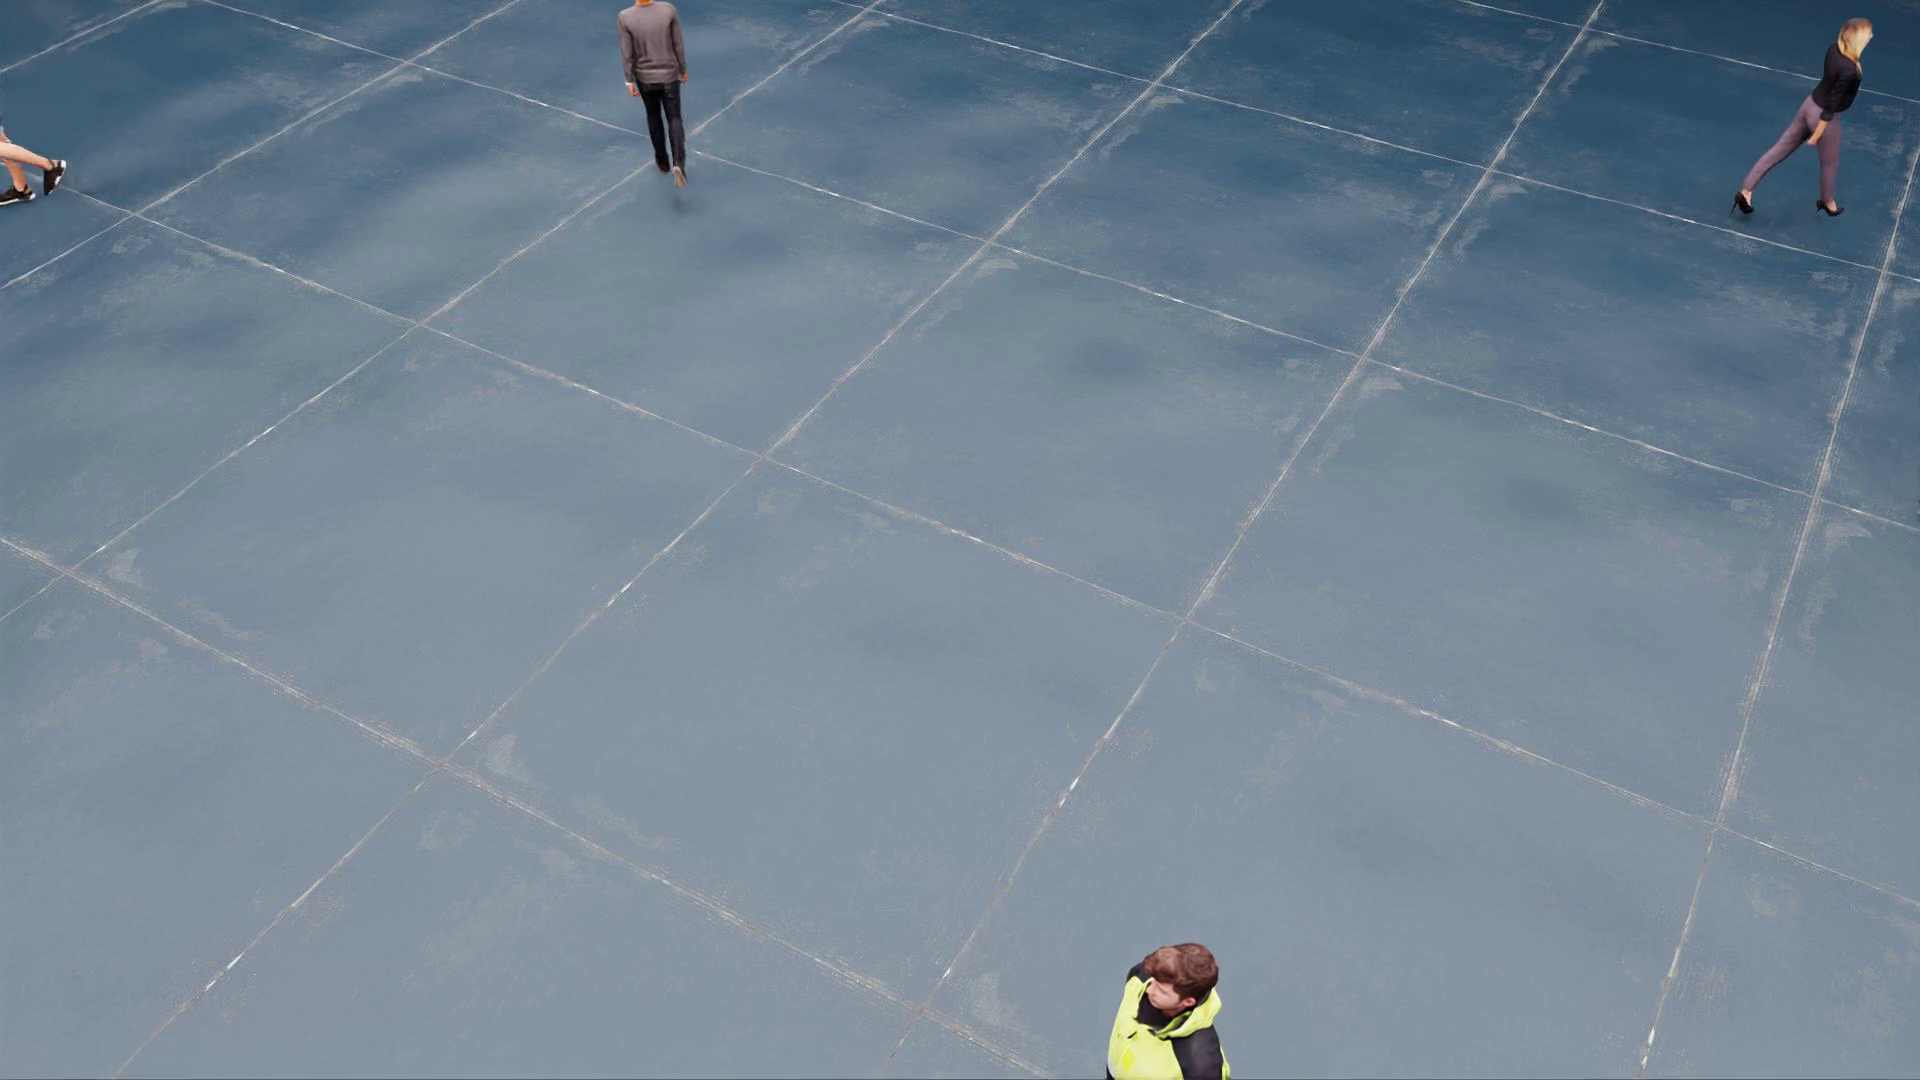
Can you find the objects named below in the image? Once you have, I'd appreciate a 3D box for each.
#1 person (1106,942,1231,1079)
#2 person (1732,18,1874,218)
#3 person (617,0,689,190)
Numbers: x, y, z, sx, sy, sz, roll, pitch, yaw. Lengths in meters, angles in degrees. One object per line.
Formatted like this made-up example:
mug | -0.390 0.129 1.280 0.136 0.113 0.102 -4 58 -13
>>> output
person | 0.782 2.152 6.382 0.893 1.983 0.869 -15 44 -16
person | 6.303 -3.100 12.443 1.037 1.609 1.093 -2 42 -2
person | -2.319 -3.526 12.808 1.080 1.750 1.009 15 44 16
